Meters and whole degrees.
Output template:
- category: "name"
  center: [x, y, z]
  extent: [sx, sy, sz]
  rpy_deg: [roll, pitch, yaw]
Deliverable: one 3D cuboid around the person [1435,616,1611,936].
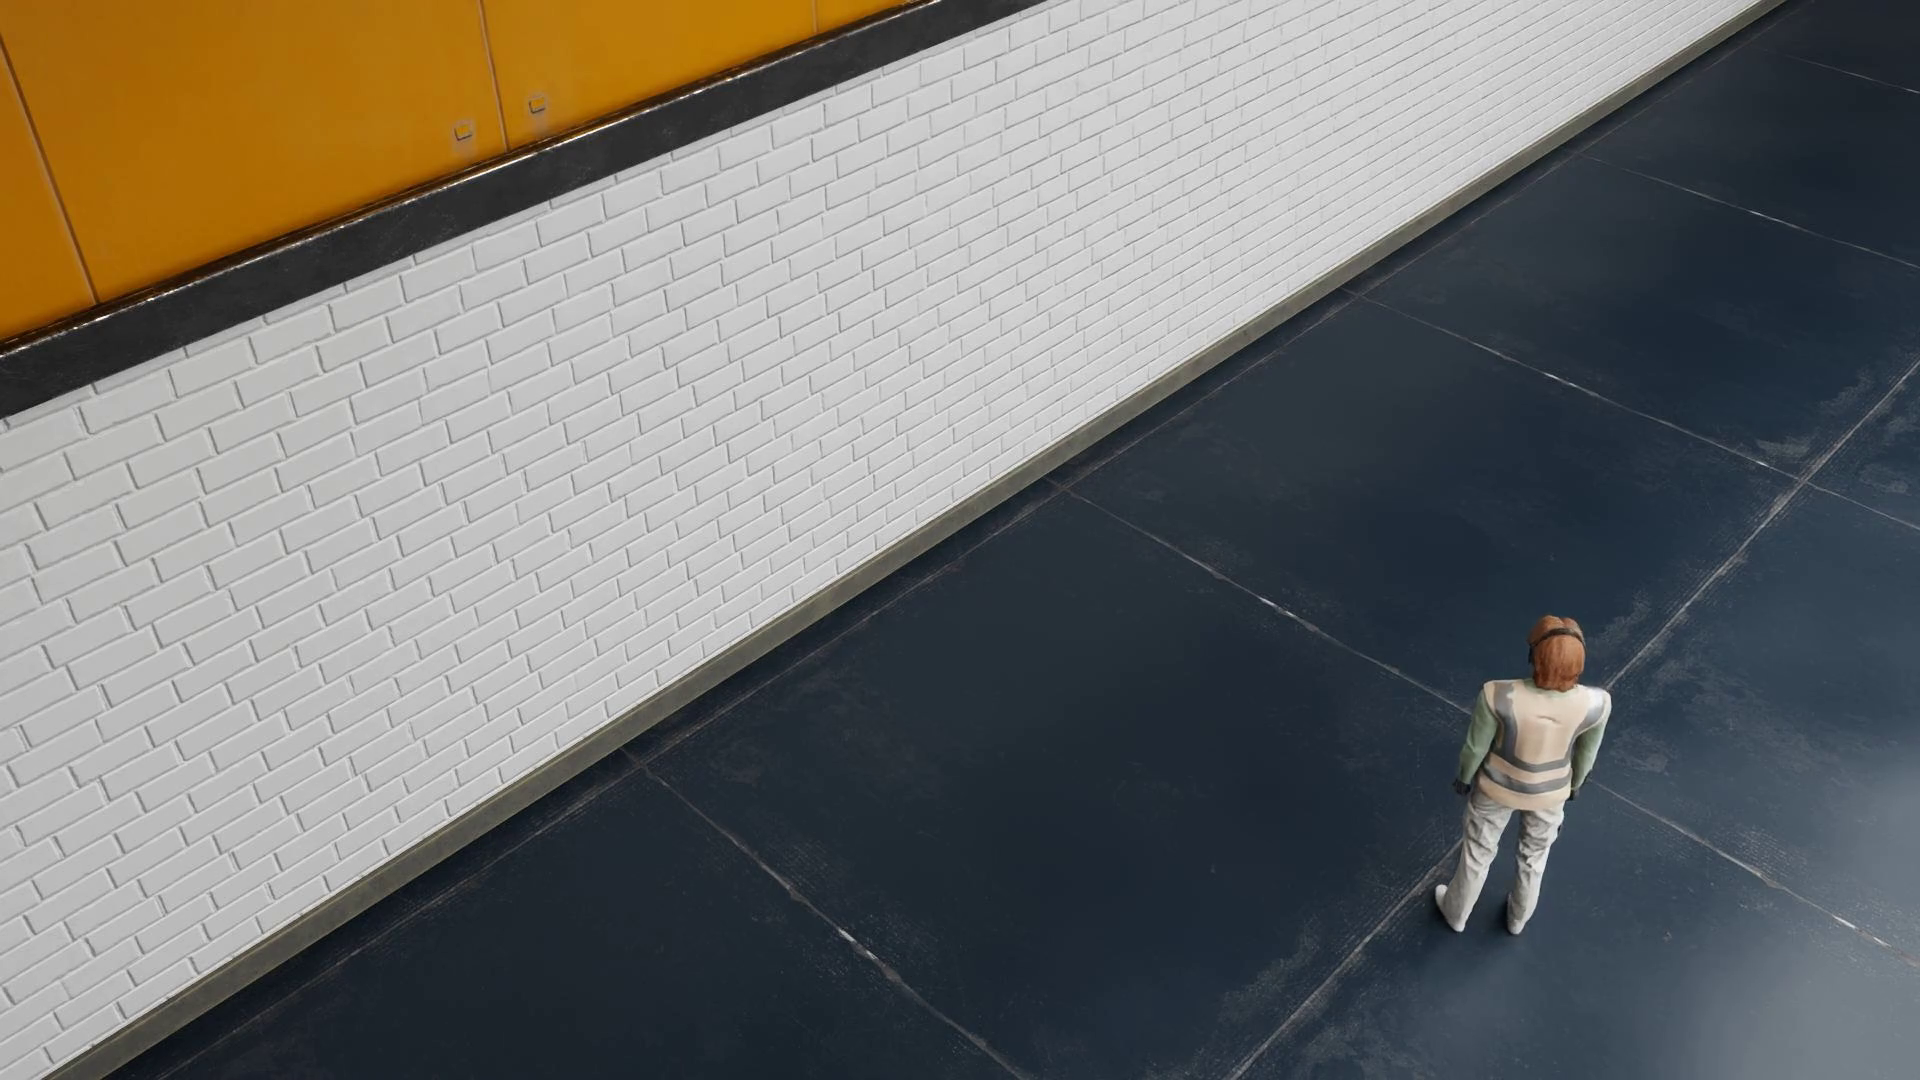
- category: "person"
  center: [2.224, 0.974, 6.605]
  extent: [0.515, 1.638, 0.308]
  rpy_deg: [3, 39, 4]
